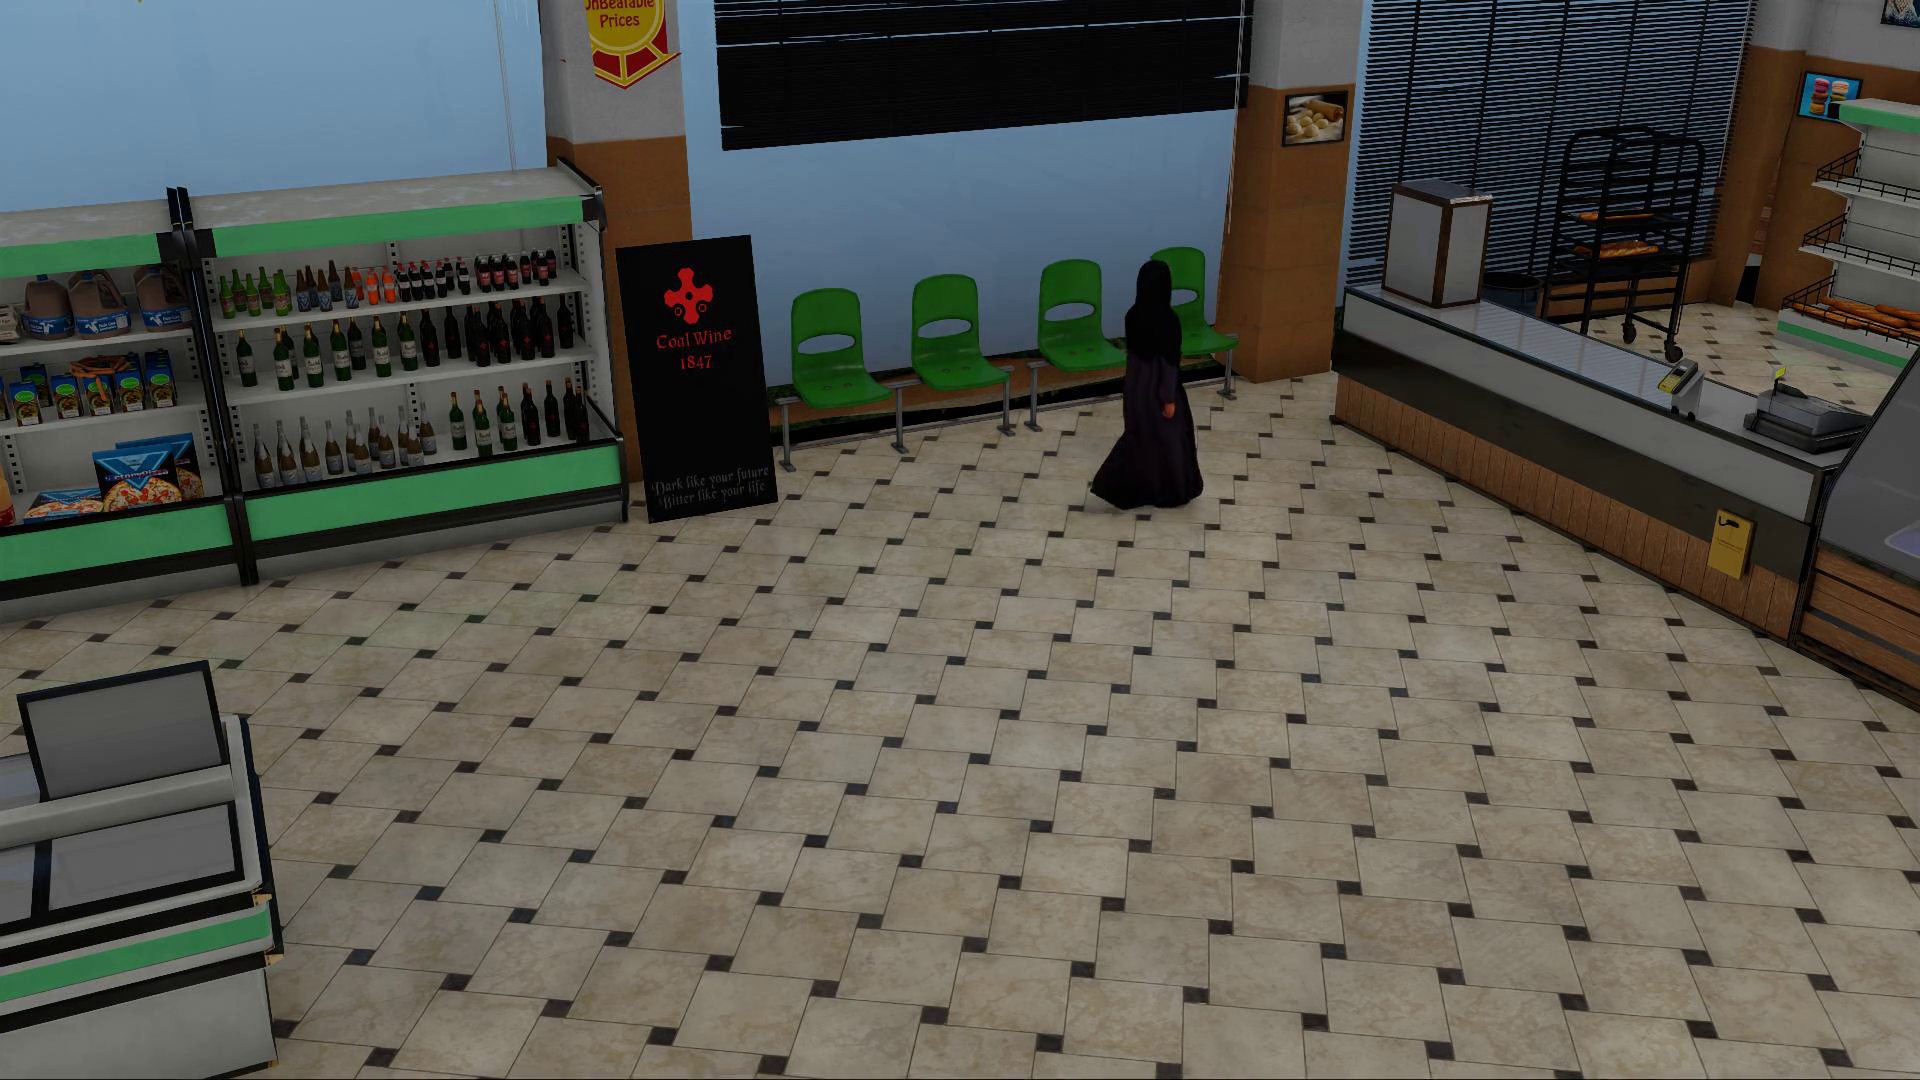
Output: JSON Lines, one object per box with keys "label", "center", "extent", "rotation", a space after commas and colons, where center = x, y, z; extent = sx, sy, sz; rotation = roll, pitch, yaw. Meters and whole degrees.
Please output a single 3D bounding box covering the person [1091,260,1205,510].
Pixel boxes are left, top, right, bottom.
{"label": "person", "center": [1.132, -0.925, 10.235], "extent": [1.030, 1.605, 0.706], "rotation": [-15, 28, -31]}
